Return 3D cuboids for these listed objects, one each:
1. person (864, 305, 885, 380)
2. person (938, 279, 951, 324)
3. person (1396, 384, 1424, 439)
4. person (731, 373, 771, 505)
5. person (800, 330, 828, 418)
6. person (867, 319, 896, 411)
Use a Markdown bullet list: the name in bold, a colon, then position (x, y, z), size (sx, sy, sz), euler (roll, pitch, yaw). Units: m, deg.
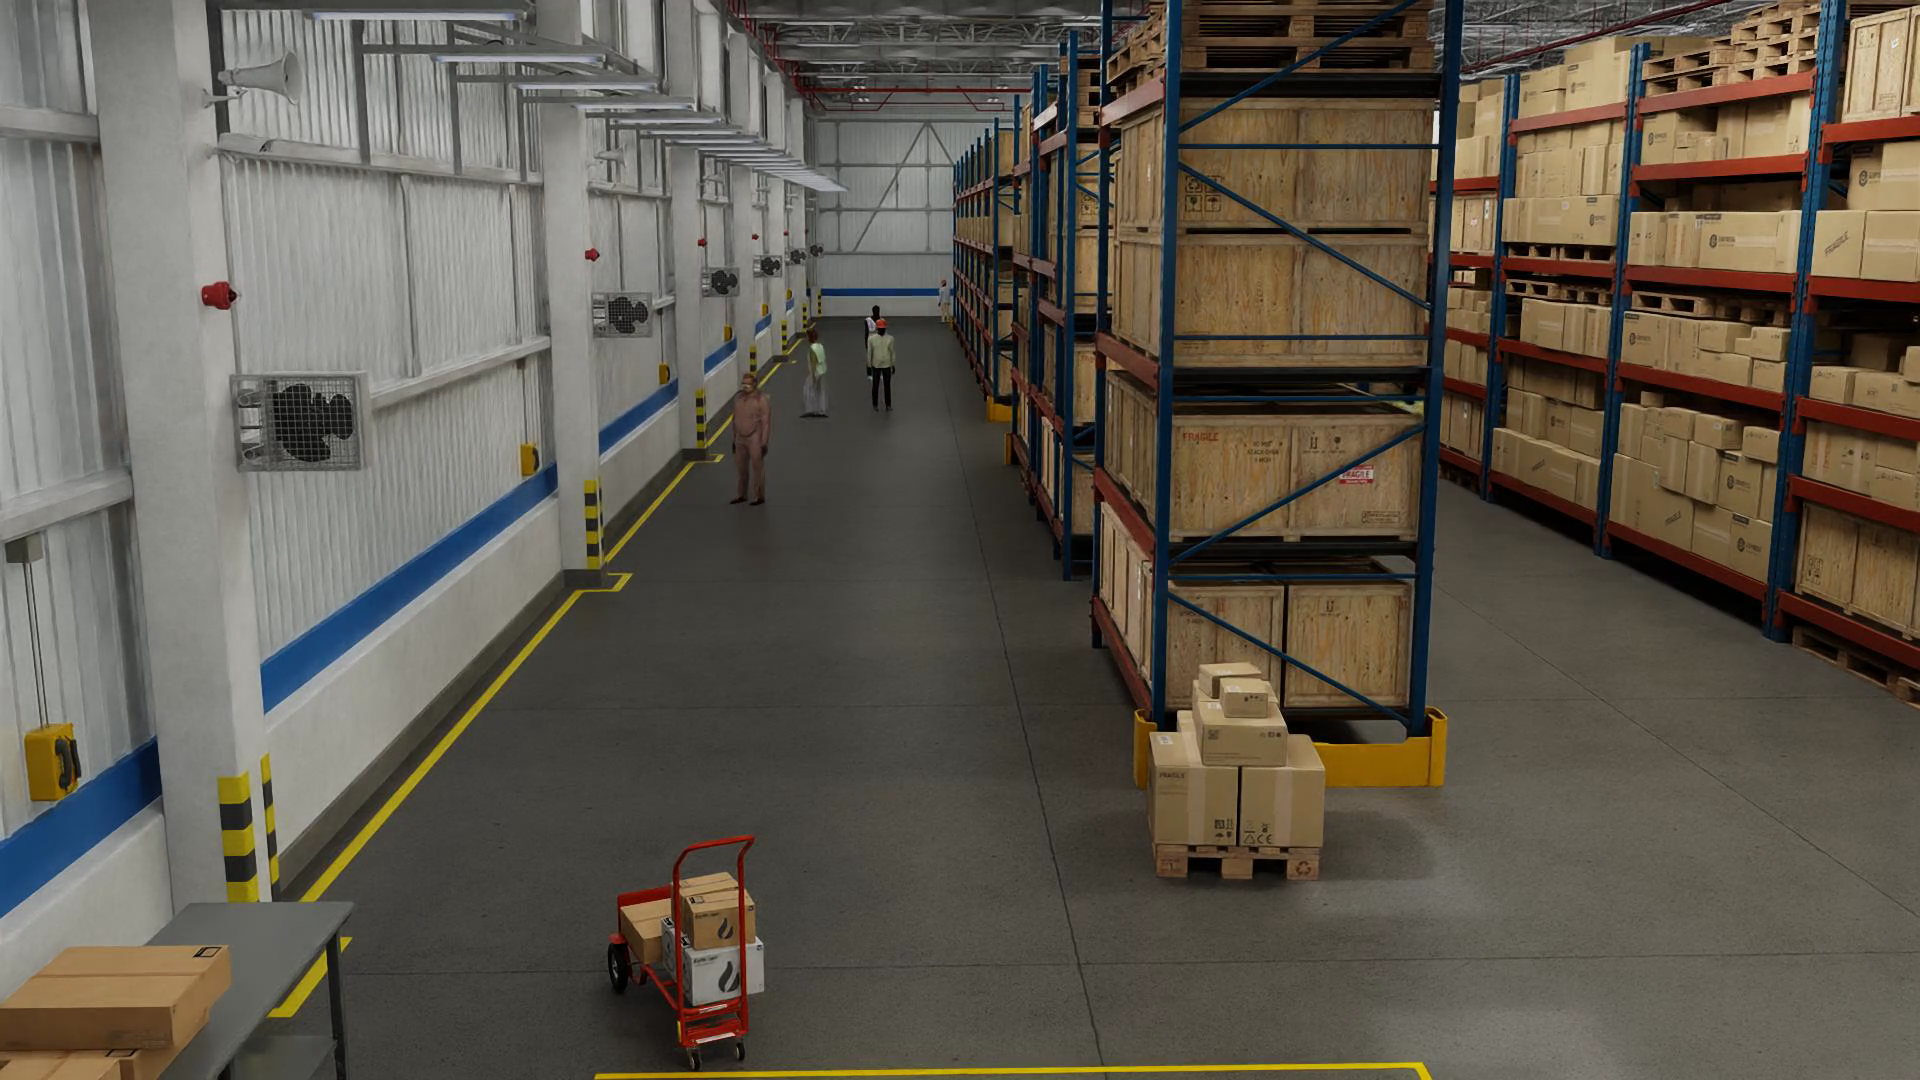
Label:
- **person**: position (-2.186, -5.082, 42.836), size (0.593, 1.910, 0.390), euler (-6, 12, -29)
- **person**: position (-0.630, -9.450, 65.951), size (0.562, 1.752, 0.327), euler (-9, 14, -40)
- **person**: position (6.745, -1.516, 24.933), size (0.539, 1.645, 0.884), euler (-1, 11, -4)
- **person**: position (-3.031, -1.456, 23.968), size (0.648, 1.907, 0.408), euler (6, 13, 30)
- **person**: position (-3.062, -3.438, 34.511), size (0.687, 1.820, 0.593), euler (3, 11, 17)
- **person**: position (-1.686, -3.753, 35.711), size (0.614, 1.988, 0.405), euler (-3, 11, -15)
